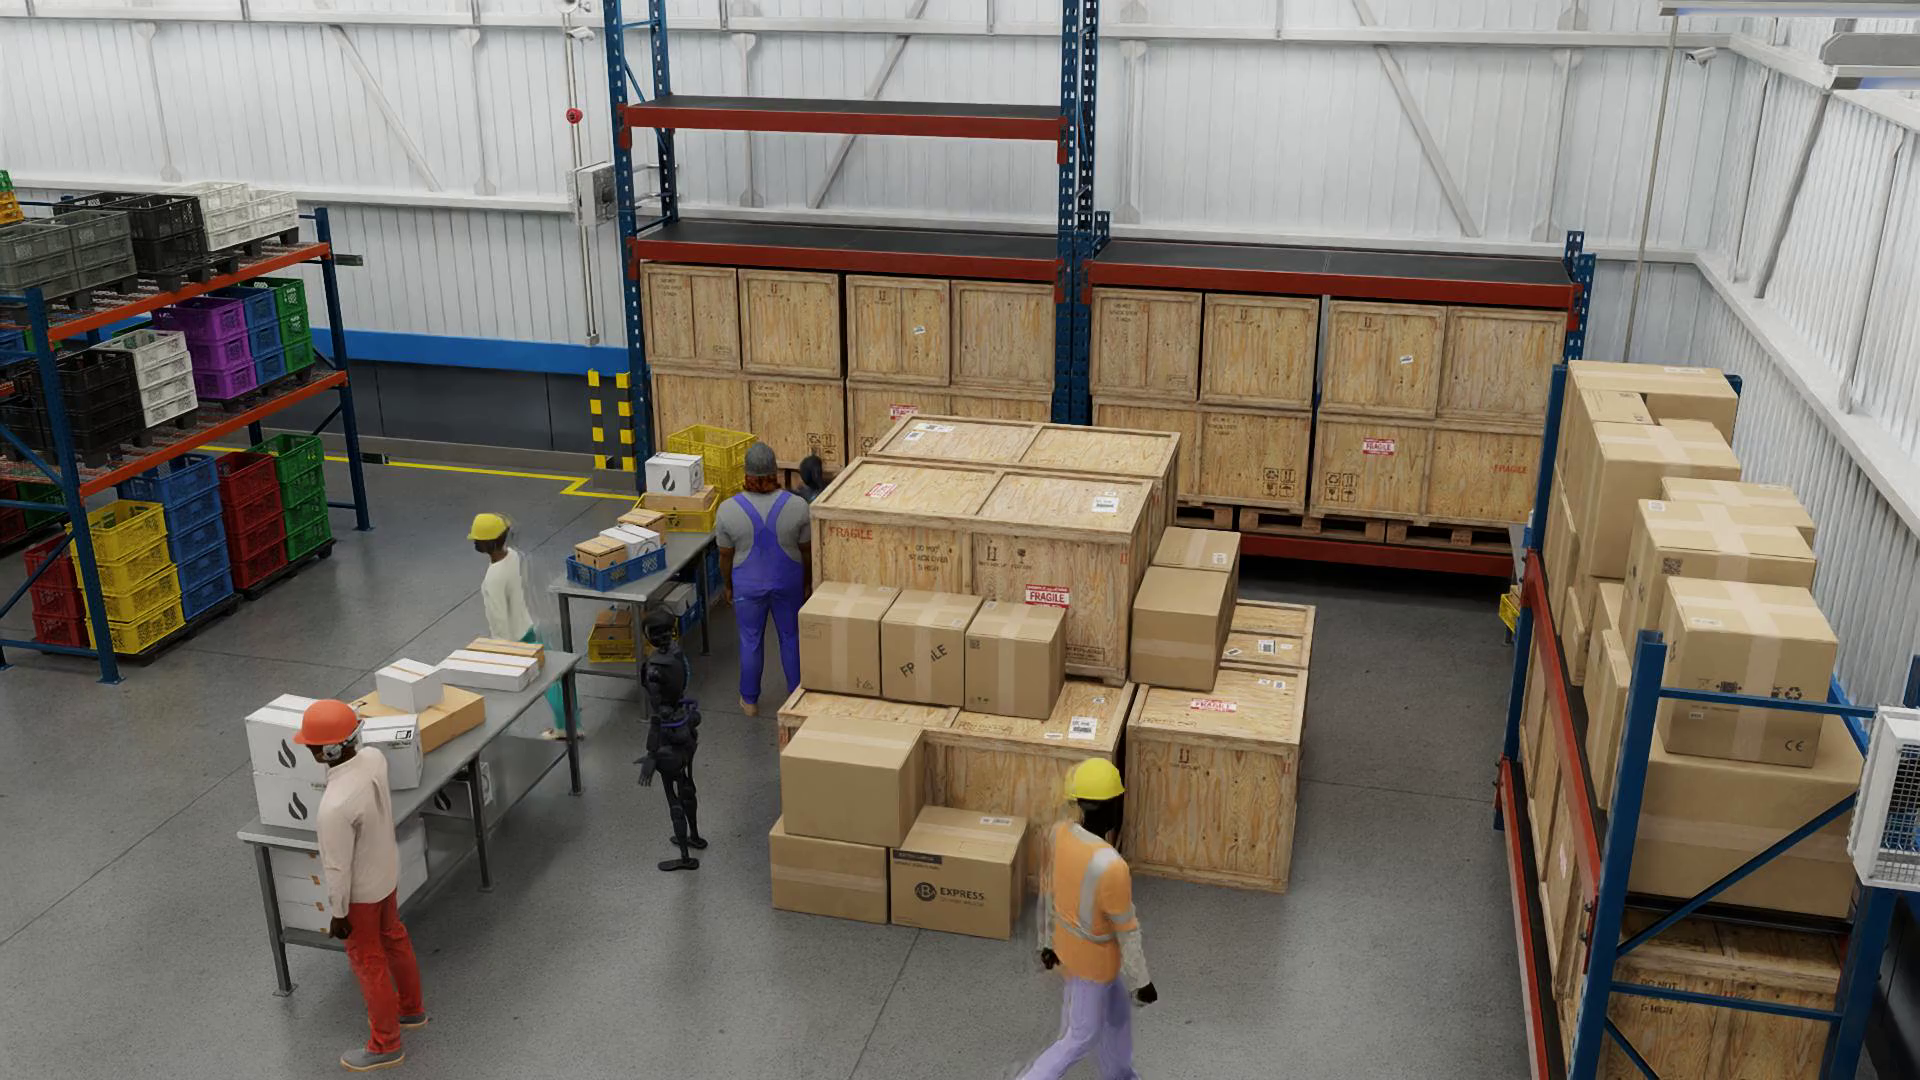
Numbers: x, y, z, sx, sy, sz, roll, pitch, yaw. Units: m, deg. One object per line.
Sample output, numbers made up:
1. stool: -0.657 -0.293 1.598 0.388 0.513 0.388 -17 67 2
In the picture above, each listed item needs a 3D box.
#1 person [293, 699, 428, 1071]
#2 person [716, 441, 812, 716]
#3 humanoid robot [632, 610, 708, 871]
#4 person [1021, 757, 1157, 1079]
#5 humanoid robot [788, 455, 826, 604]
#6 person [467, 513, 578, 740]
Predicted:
1. person: -2.975 1.684 8.239 0.395 1.986 0.615 1 21 3
2. person: -1.380 0.268 11.866 0.681 2.000 0.538 -3 21 -9
3. humanoid robot: -1.744 1.184 9.961 0.331 1.653 0.599 3 21 8
4. person: 0.561 1.920 7.766 0.909 1.879 0.612 -7 22 -18
5. humanoid robot: -1.076 0.151 12.693 0.552 1.640 0.498 0 21 -1
6. person: -3.126 0.619 11.407 0.946 1.708 0.533 2 21 6
